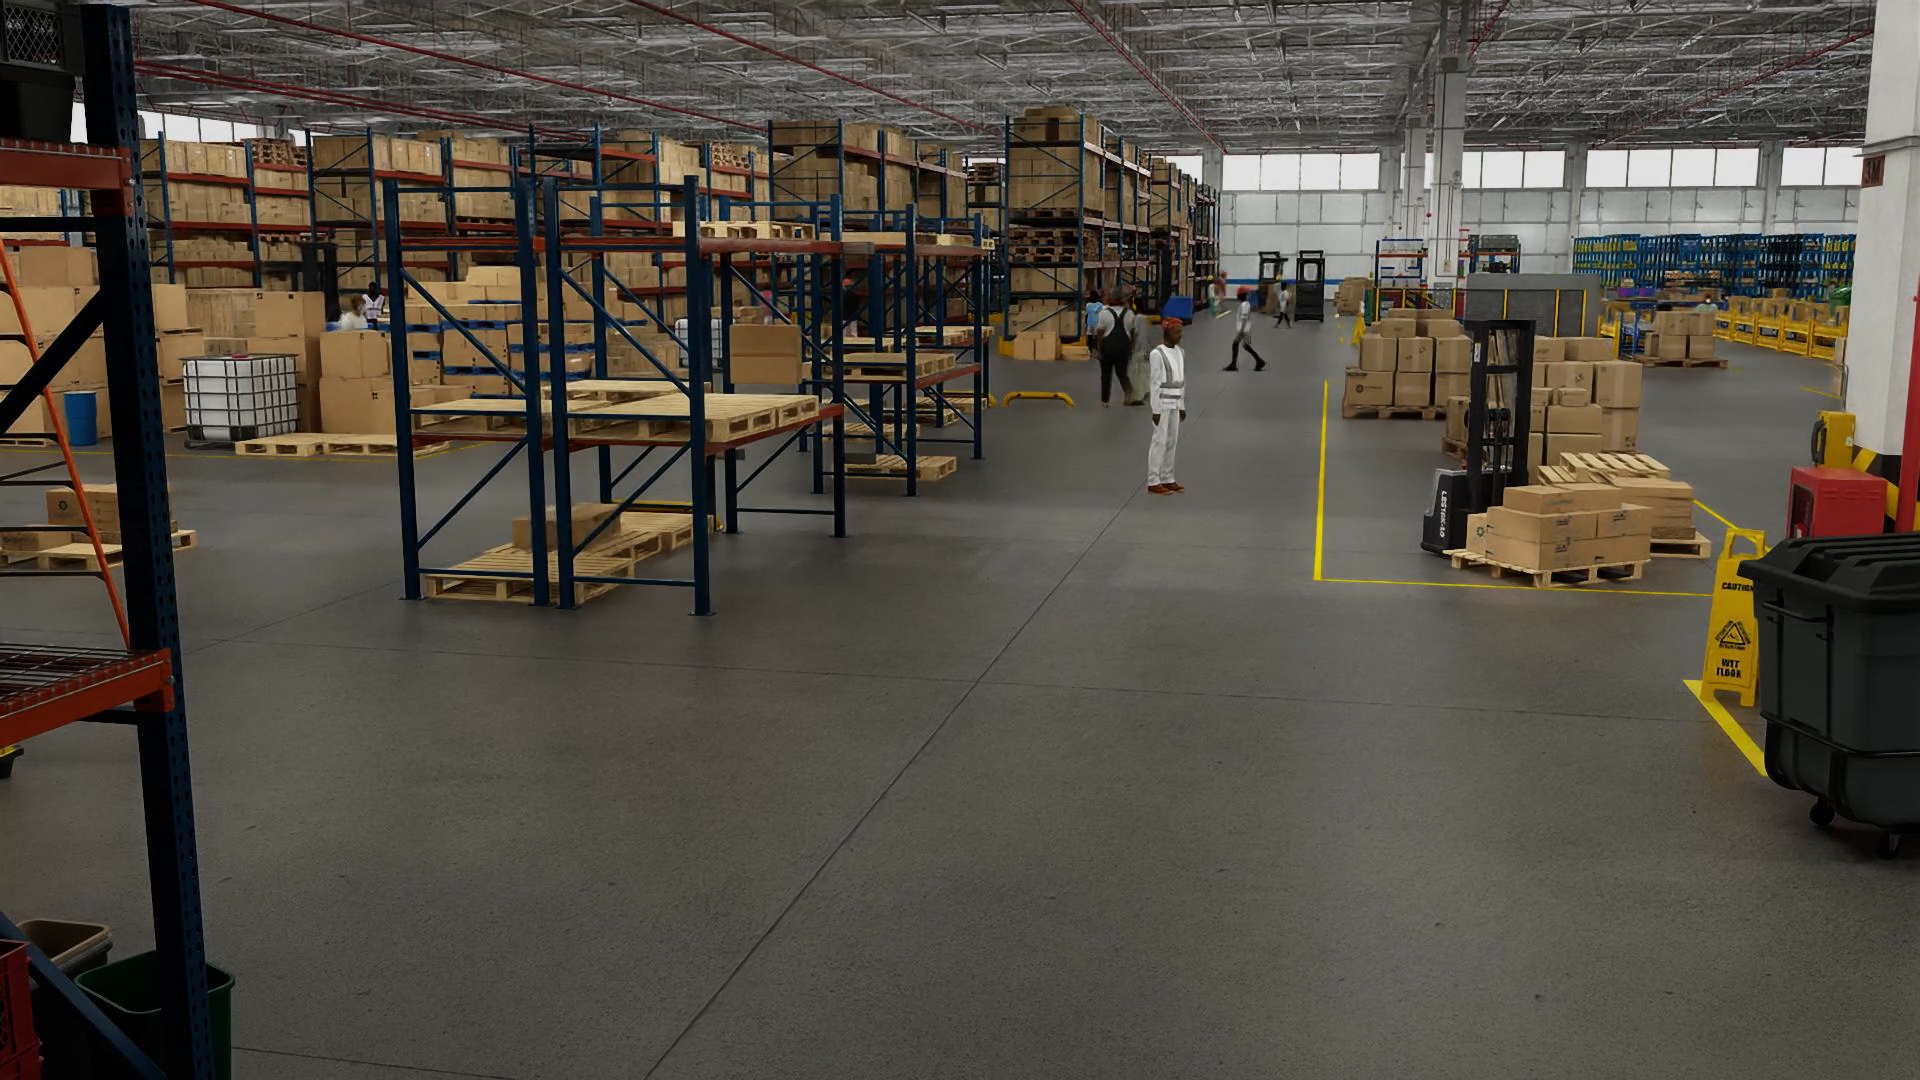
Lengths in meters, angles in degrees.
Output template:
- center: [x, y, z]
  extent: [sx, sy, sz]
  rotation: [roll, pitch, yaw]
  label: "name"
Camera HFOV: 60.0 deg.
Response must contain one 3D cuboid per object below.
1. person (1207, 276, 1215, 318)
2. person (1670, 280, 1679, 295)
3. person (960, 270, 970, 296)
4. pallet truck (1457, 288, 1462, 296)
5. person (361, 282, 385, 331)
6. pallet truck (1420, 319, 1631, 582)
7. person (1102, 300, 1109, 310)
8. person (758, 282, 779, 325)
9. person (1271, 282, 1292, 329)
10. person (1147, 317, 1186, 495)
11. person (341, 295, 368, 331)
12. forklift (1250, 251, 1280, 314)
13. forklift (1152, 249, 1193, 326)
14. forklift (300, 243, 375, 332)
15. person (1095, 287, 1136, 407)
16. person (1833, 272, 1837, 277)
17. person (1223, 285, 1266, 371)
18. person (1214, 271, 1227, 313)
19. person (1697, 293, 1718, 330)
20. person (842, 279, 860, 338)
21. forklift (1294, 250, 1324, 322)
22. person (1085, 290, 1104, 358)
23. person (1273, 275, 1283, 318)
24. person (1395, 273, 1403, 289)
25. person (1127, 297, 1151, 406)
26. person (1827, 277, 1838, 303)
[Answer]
- center: [10.535, -10.187, 69.877]
  extent: [0.368, 1.754, 0.517]
  rotation: [4, 10, 21]
  label: "person"
- center: [31.292, -10.739, 72.658]
  extent: [0.883, 1.924, 0.614]
  rotation: [7, 12, 35]
  label: "person"
- center: [0.243, -12.543, 83.265]
  extent: [0.552, 1.936, 0.360]
  rotation: [-2, 10, -14]
  label: "person"
- center: [20.506, -9.785, 68.819]
  extent: [0.653, 1.274, 1.630]
  rotation: [2, 10, 12]
  label: "pallet truck"
- center: [-14.682, -5.503, 41.669]
  extent: [0.587, 1.911, 0.397]
  rotation: [-5, 11, -26]
  label: "person"
- center: [4.543, -0.757, 13.299]
  extent: [0.823, 1.965, 1.885]
  rotation: [-4, 10, -22]
  label: "pallet truck"
- center: [3.558, -4.978, 39.351]
  extent: [0.307, 1.639, 0.525]
  rotation: [-7, 12, -37]
  label: "person"
- center: [-5.446, -6.465, 47.639]
  extent: [0.652, 1.805, 0.872]
  rotation: [2, 10, 14]
  label: "person"
- center: [11.440, -8.312, 59.020]
  extent: [0.874, 1.647, 0.545]
  rotation: [-2, 10, -11]
  label: "person"
- center: [2.181, -1.406, 17.522]
  extent: [0.349, 1.878, 0.567]
  rotation: [7, 12, 36]
  label: "person"
- center: [-9.366, -2.855, 25.992]
  extent: [0.729, 1.913, 0.633]
  rotation: [2, 10, 13]
  label: "person"
- center: [13.951, -11.664, 75.275]
  extent: [1.129, 2.768, 1.873]
  rotation: [-2, 10, -11]
  label: "forklift"
- center: [7.646, -9.320, 61.395]
  extent: [1.873, 2.768, 1.129]
  rotation: [2, 10, 11]
  label: "forklift"
- center: [-13.842, -5.061, 36.177]
  extent: [1.873, 2.768, 1.129]
  rotation: [2, 10, 12]
  label: "forklift"
- center: [2.584, -3.205, 27.669]
  extent: [0.700, 2.000, 0.714]
  rotation: [-2, 10, -11]
  label: "person"
- center: [42.281, -12.004, 80.347]
  extent: [0.381, 1.844, 0.566]
  rotation: [1, 10, 4]
  label: "person"
- center: [6.319, -4.668, 36.742]
  extent: [0.890, 1.908, 0.552]
  rotation: [1, 10, 4]
  label: "person"
- center: [11.957, -11.397, 76.549]
  extent: [0.874, 1.939, 0.641]
  rotation: [-3, 10, -19]
  label: "person"
- center: [19.148, -5.528, 42.687]
  extent: [0.505, 1.619, 0.415]
  rotation: [2, 10, 11]
  label: "person"
- center: [-2.802, -5.523, 41.582]
  extent: [0.615, 1.985, 0.404]
  rotation: [-4, 10, -21]
  label: "person"
- center: [13.778, -10.002, 65.433]
  extent: [1.129, 2.768, 1.873]
  rotation: [2, 10, 12]
  label: "forklift"
- center: [3.365, -5.414, 41.761]
  extent: [0.539, 1.695, 0.318]
  rotation: [7, 12, 37]
  label: "person"
- center: [13.451, -10.279, 70.222]
  extent: [0.403, 1.822, 0.591]
  rotation: [-5, 11, -28]
  label: "person"
- center: [16.805, -9.230, 63.651]
  extent: [0.358, 1.937, 0.549]
  rotation: [1, 10, 5]
  label: "person"
- center: [2.995, -3.181, 28.108]
  extent: [0.398, 1.848, 0.538]
  rotation: [5, 11, 26]
  label: "person"
- center: [34.486, -9.497, 65.747]
  extent: [0.330, 1.765, 0.533]
  rotation: [-1, 10, -5]
  label: "person"
